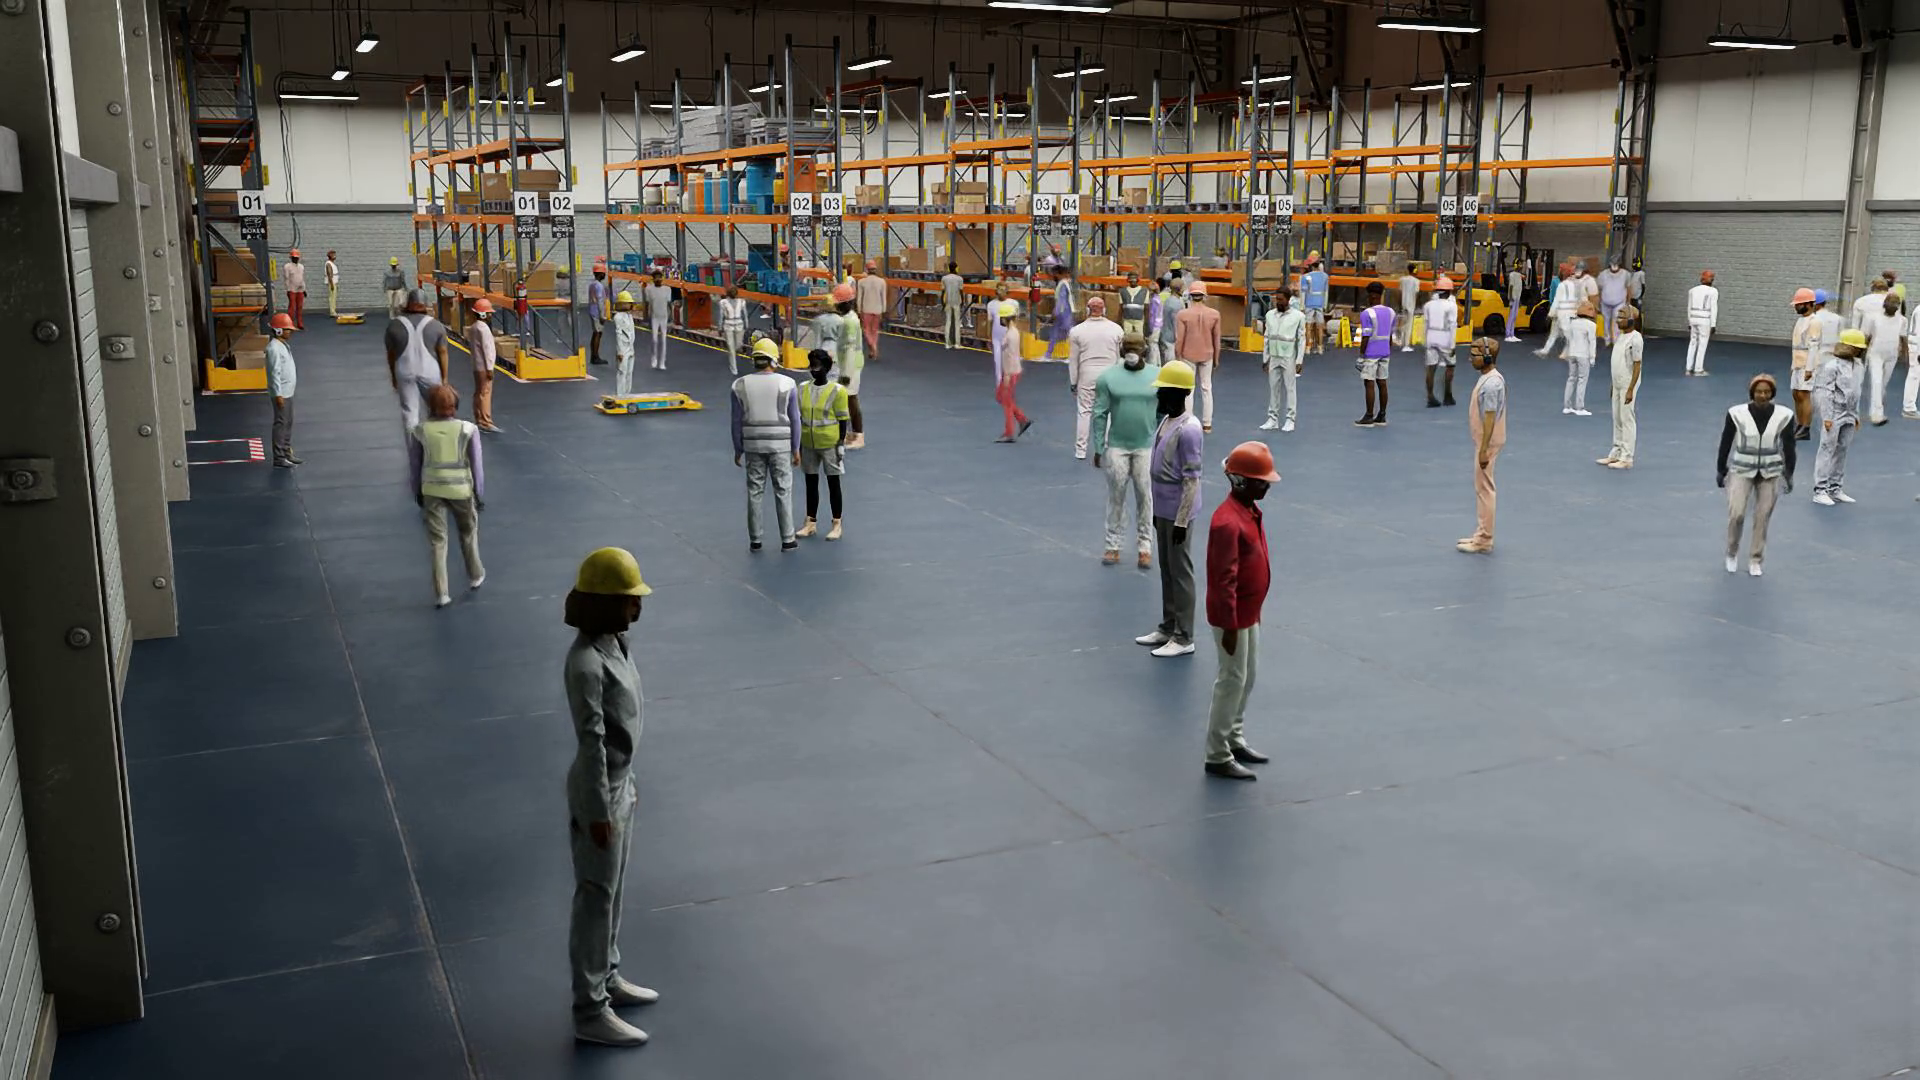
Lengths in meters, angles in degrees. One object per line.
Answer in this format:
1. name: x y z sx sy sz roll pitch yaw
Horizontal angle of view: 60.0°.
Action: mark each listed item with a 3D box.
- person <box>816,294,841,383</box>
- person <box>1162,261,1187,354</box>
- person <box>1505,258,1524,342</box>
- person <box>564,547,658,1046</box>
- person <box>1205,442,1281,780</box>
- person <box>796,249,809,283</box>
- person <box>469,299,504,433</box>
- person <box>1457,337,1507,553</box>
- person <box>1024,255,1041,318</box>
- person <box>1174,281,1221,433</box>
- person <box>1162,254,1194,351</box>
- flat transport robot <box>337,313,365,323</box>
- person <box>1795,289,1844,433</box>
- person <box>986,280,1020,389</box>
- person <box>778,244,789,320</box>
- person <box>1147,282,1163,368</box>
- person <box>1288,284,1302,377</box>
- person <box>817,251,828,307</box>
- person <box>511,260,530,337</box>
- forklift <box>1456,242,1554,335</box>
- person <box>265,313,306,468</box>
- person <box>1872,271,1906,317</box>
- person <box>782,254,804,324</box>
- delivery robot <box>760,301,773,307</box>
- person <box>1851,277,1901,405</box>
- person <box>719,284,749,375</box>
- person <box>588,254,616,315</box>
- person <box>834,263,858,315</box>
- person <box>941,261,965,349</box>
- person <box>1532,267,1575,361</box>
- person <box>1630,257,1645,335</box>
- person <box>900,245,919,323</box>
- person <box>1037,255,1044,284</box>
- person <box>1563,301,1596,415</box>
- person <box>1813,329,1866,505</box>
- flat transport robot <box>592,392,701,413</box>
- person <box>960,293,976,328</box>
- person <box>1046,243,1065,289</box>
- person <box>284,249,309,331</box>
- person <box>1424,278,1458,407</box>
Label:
1. person: -1.775 -2.678 23.931 0.518 1.719 0.639 8 14 35
2. person: 4.407 -4.752 34.044 0.670 1.903 0.590 9 14 38
3. person: 12.475 -5.387 37.346 0.311 1.869 0.532 9 14 38
4. person: -1.216 0.879 5.825 0.325 1.740 0.492 0 11 -2
5. person: 1.442 0.357 8.490 0.354 1.737 0.574 5 12 22
6. person: -5.010 -8.262 52.286 0.568 1.740 0.354 0 11 -2
7. person: -6.252 -2.290 21.895 0.338 1.752 0.565 -7 13 -32
8. person: 4.453 -0.804 14.140 0.348 1.839 0.504 3 12 15
9. person: 1.699 -5.717 38.930 0.409 1.909 0.643 0 11 -2
10. person: 3.097 -2.384 21.774 0.625 1.989 0.392 -2 11 -9
11. person: 4.504 -4.959 34.734 0.683 2.000 0.535 -5 12 -22
12. flat transport robot: -16.022 -5.846 43.753 0.652 0.197 1.431 -3 12 -17
13. person: 11.320 -2.361 21.967 0.643 1.874 1.014 -2 11 -12
14. person: 0.661 -3.113 25.872 0.535 1.836 0.396 2 11 10
15. person: -4.711 -6.946 44.862 0.398 2.040 0.611 0 11 1
16. person: 3.530 -3.868 30.239 0.335 1.624 0.529 3 11 13
17. person: 5.859 -3.709 29.409 0.307 1.636 0.525 -2 11 -9
18. person: -4.122 -7.821 50.031 0.376 1.752 0.517 -3 12 -16
19. person: -10.303 -5.708 38.831 0.366 1.927 0.585 8 14 35
20. forklift: 13.047 -6.049 39.881 2.313 2.155 1.214 -5 12 -23
21. person: -7.677 -1.697 18.913 0.344 1.744 0.570 -2 11 -8
22. person: 17.505 -4.176 31.382 0.599 1.787 0.952 6 13 30
23. person: -4.069 -5.919 40.007 0.652 1.886 0.657 -4 12 -21
24. delivery robot: -5.680 -7.127 49.300 0.477 0.478 0.707 3 11 14
25. person: 13.707 -2.977 24.957 0.625 1.931 0.380 8 14 36
26. person: -4.088 -3.797 29.923 0.542 1.619 0.606 -5 12 -23
27. person: -10.092 -7.224 47.095 0.895 1.714 0.574 3 11 14
28. person: -2.356 -4.806 34.449 0.563 1.847 0.388 9 14 37
29. person: -0.151 -4.980 35.281 0.534 1.868 0.309 4 12 18
30. person: 11.735 -4.414 32.504 1.000 1.832 0.585 9 14 39
31. person: 15.471 -5.522 38.035 0.309 1.868 0.535 0 11 0
32. person: -1.300 -6.721 43.681 0.607 2.044 0.375 4 12 18
33. person: 2.368 -7.699 49.688 0.310 1.636 0.523 1 11 4
34. person: 8.892 -2.596 23.794 0.289 1.626 0.498 -4 12 -21
35. person: 8.756 -1.220 16.500 0.485 1.740 0.303 -5 12 -26
36. flat transport robot: -4.567 -2.009 24.247 1.431 0.197 0.652 -6 13 -29
37. person: 0.137 -6.296 41.820 0.588 1.927 0.370 -6 13 -27
38. person: 2.723 -7.448 47.414 0.635 2.031 0.580 -5 12 -25
39. person: -16.279 -6.128 40.799 0.391 1.991 0.613 5 12 24
40. person: 7.216 -2.939 24.780 0.751 1.911 0.577 -10 15 -43
